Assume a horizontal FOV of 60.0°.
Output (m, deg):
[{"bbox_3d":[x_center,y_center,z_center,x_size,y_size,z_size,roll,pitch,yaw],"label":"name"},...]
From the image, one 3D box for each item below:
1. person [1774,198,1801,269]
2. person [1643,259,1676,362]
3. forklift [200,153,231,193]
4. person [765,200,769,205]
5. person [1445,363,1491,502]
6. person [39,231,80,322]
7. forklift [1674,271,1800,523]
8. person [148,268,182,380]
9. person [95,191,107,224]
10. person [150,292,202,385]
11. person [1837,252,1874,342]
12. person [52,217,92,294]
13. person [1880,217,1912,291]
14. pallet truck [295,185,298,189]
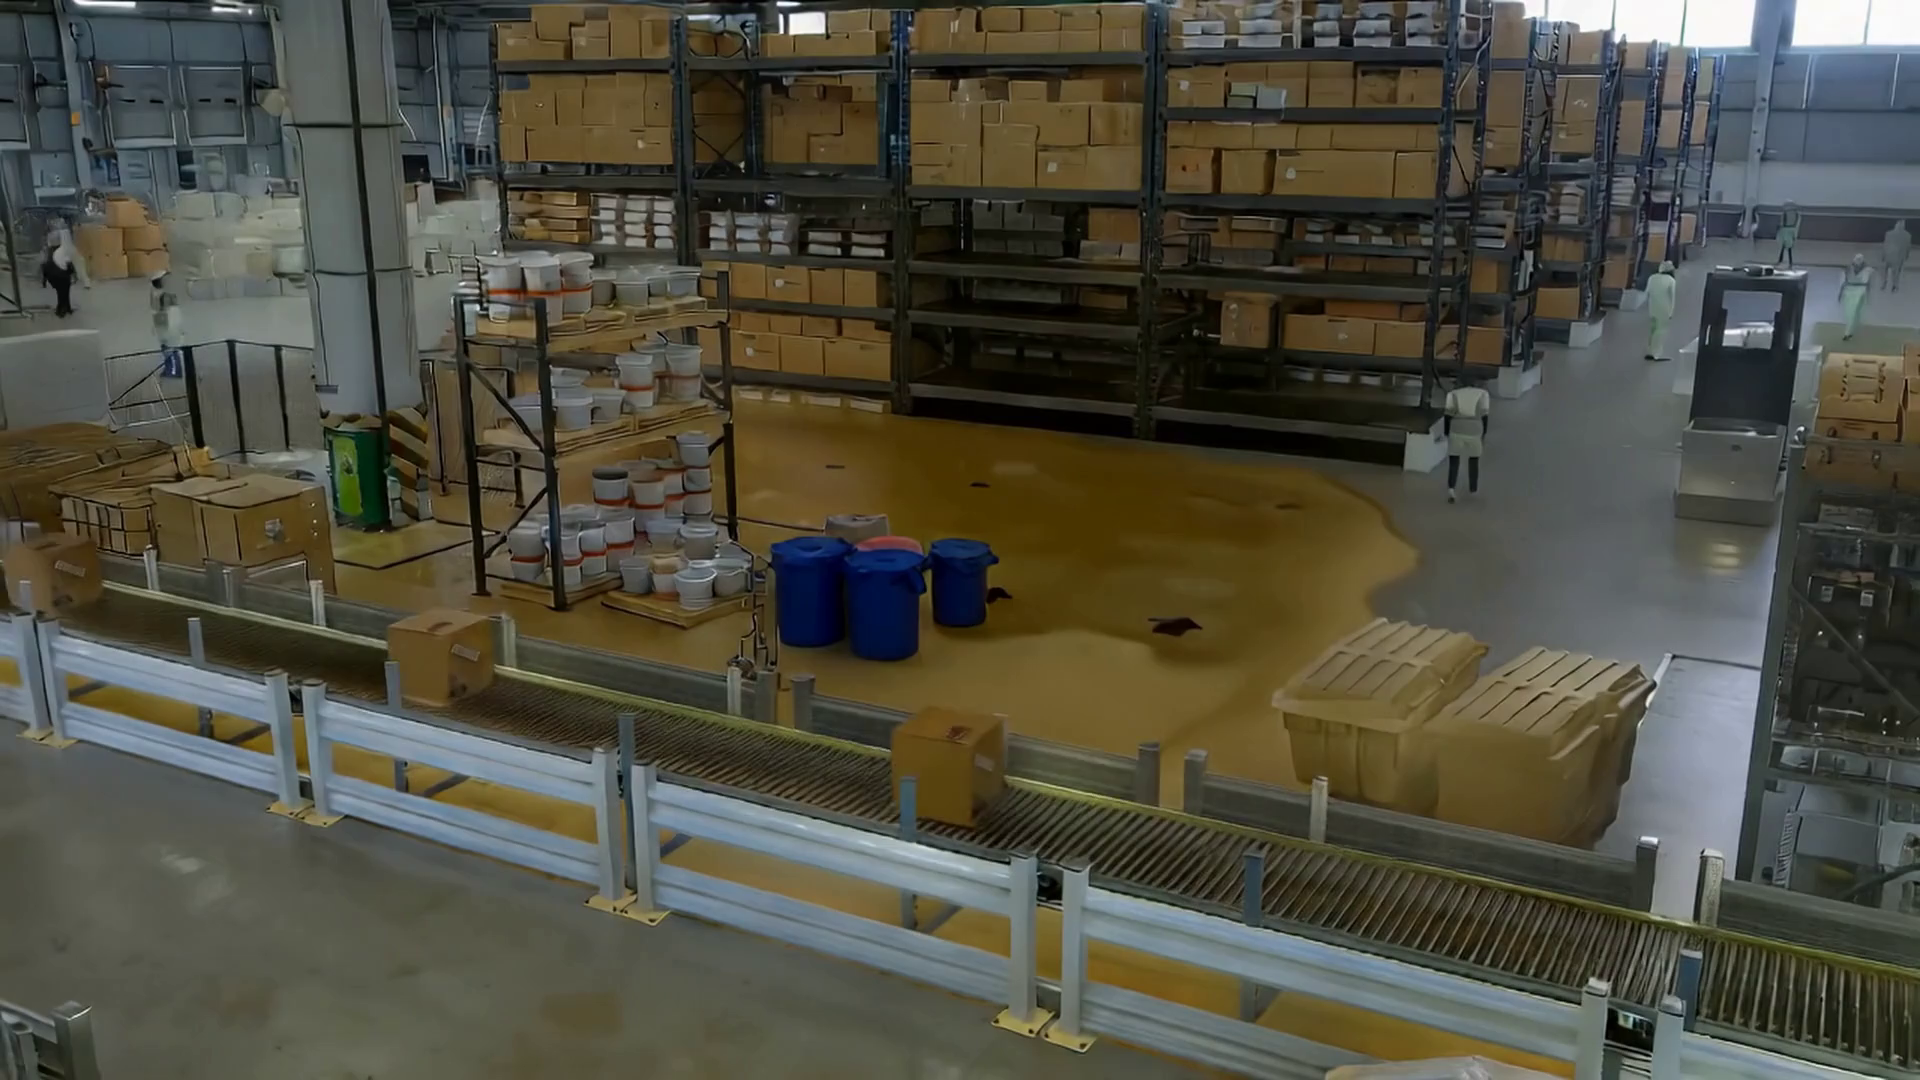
[{"bbox_3d":[23.617,-8.722,47.485,0.607,2.048,0.365,1,15,4],"label":"person"},{"bbox_3d":[13.129,-4.295,31.133,0.399,1.900,0.645,-6,16,-21],"label":"person"},{"bbox_3d":[-27.439,-12.865,61.464,1.873,2.768,1.129,8,17,28],"label":"forklift"},{"bbox_3d":[-6.236,-10.193,53.868,0.511,1.600,0.852,4,15,15],"label":"person"},{"bbox_3d":[6.185,-1.311,20.295,0.540,1.695,0.317,7,16,25],"label":"person"},{"bbox_3d":[-19.838,-5.865,36.754,0.711,2.000,1.060,2,15,7],"label":"person"},{"bbox_3d":[9.269,-1.763,19.726,1.129,2.768,1.873,8,17,27],"label":"forklift"},{"bbox_3d":[-13.944,-3.779,29.108,0.542,1.939,0.366,8,17,28],"label":"person"},{"bbox_3d":[-29.926,-11.381,58.197,0.823,1.656,0.558,-3,15,-9],"label":"person"},{"bbox_3d":[-13.447,-3.410,28.376,0.842,1.598,0.528,-10,18,-33],"label":"person"},{"bbox_3d":[18.101,-4.920,33.672,0.577,1.791,0.965,10,18,34],"label":"person"},{"bbox_3d":[-22.553,-7.196,42.028,0.638,1.911,0.925,9,17,31],"label":"person"},{"bbox_3d":[23.812,-7.274,42.361,0.647,1.879,0.700,9,17,30],"label":"person"},{"bbox_3d":[-26.804,-14.617,69.738,1.885,1.965,0.823,-14,20,-42],"label":"pallet truck"}]
